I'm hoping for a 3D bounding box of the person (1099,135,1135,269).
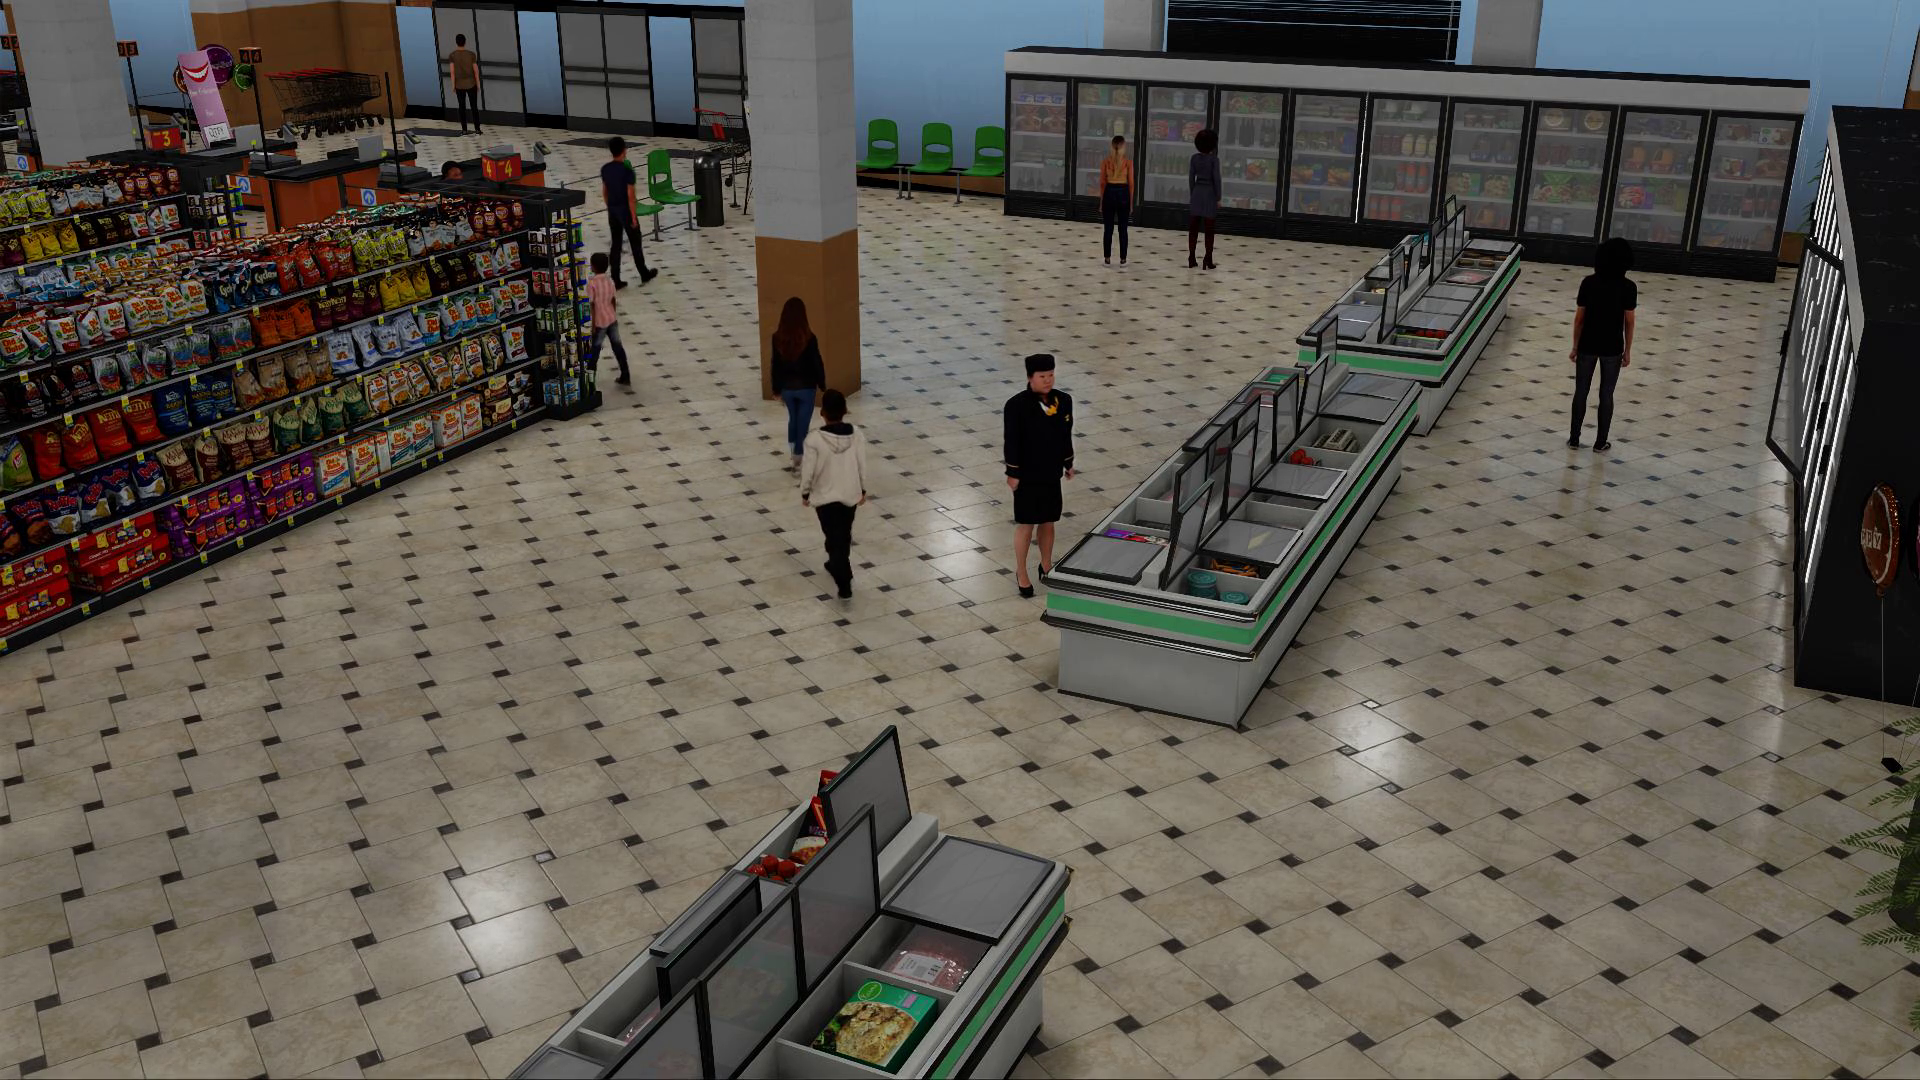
[{"bbox_3d":[1.949,-4.218,20.738,0.641,1.628,0.625,1,22,3],"label":"person"}]

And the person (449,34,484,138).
[{"bbox_3d":[-9.256,-8.516,31.135,0.747,1.852,0.790,-6,23,-15],"label":"person"}]

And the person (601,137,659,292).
[{"bbox_3d":[-4.021,-3.795,19.512,0.668,1.758,0.927,10,24,23],"label":"person"}]

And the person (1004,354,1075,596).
[{"bbox_3d":[0.536,-0.455,11.315,0.775,1.671,0.864,-11,25,-26],"label":"person"}]

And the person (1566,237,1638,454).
[{"bbox_3d":[5.420,-1.654,14.081,0.646,1.834,0.512,11,24,26],"label":"person"}]

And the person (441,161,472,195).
[{"bbox_3d":[-5.685,-3.461,18.818,0.881,1.655,0.634,10,24,24],"label":"person"}]

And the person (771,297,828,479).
[{"bbox_3d":[-1.334,-1.218,13.486,0.597,1.469,0.635,7,23,17],"label":"person"}]

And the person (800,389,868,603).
[{"bbox_3d":[-0.816,-0.270,11.182,0.972,1.427,1.011,-9,23,-21],"label":"person"}]

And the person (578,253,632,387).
[{"bbox_3d":[-3.354,-2.068,15.869,0.777,1.270,0.914,20,29,40],"label":"person"}]

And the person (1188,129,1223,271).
[{"bbox_3d":[3.029,-4.231,20.660,0.627,1.710,0.582,16,27,34],"label":"person"}]
